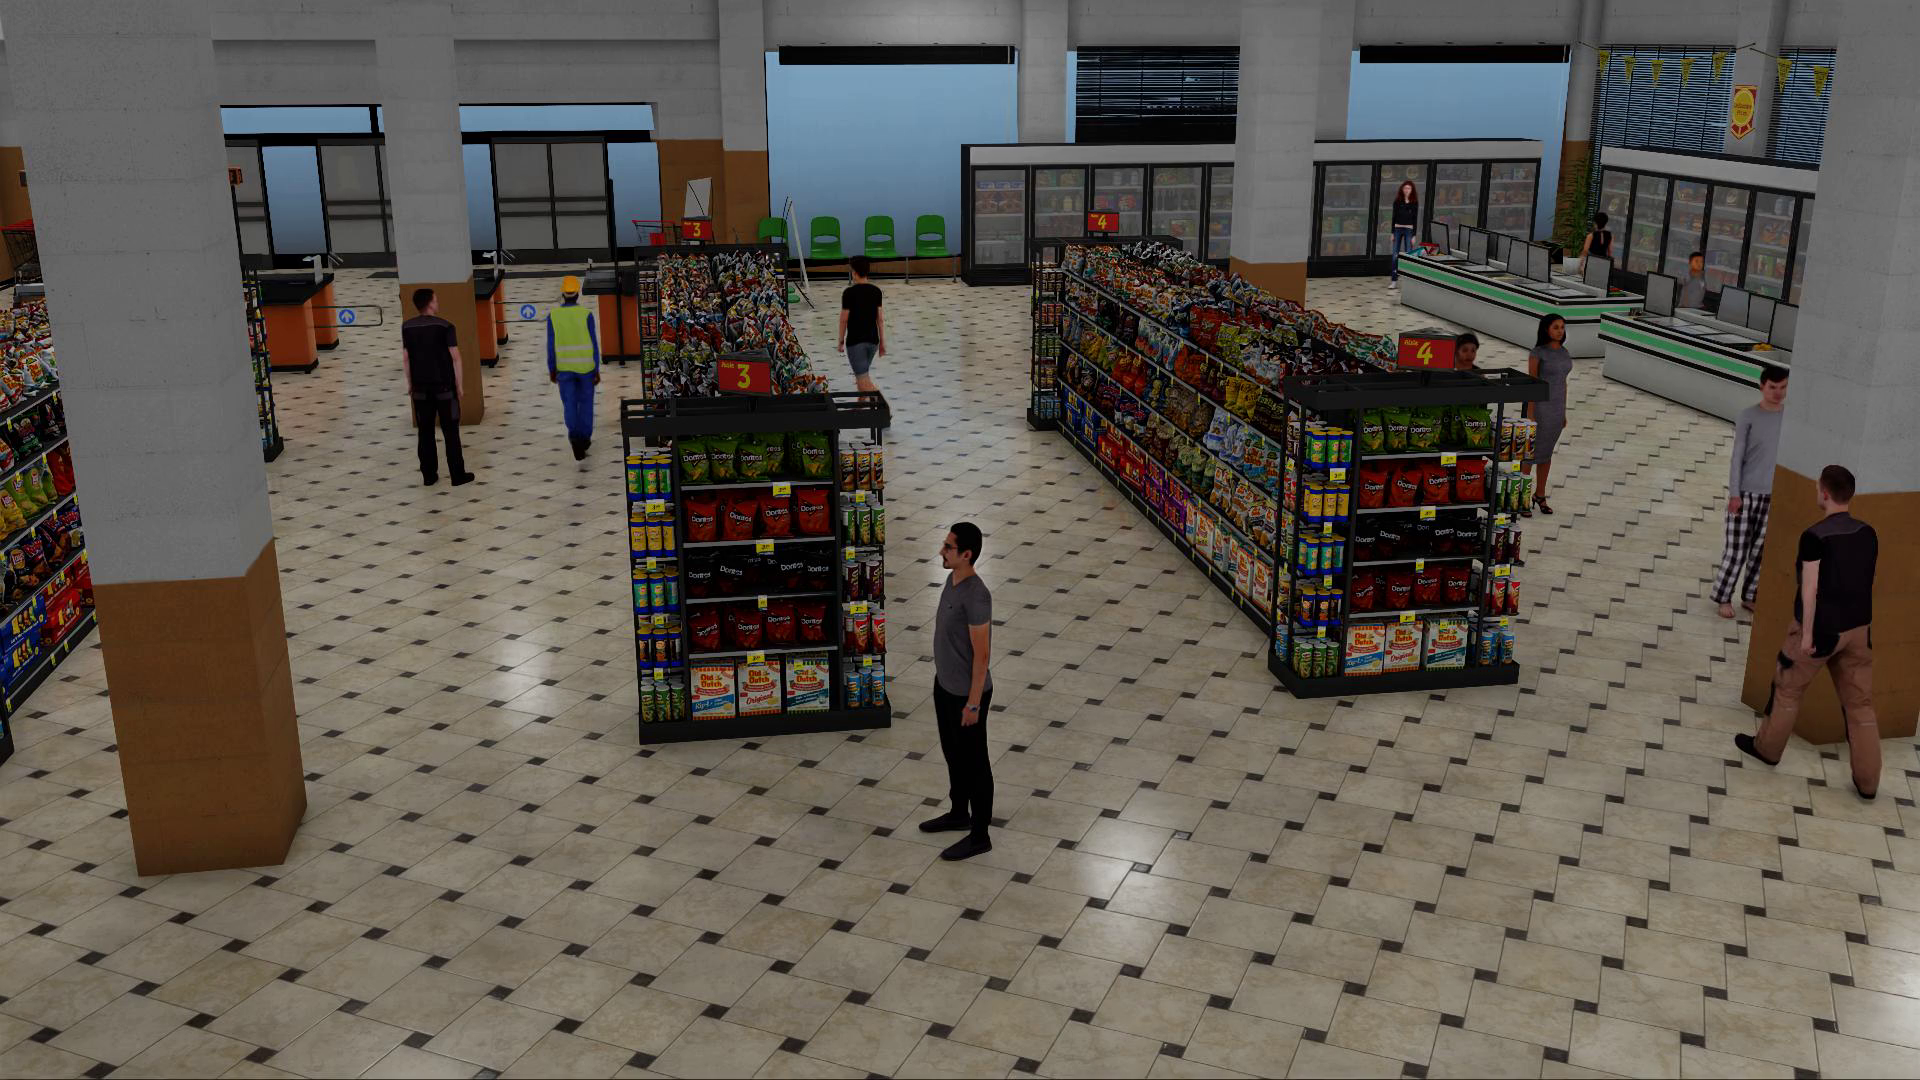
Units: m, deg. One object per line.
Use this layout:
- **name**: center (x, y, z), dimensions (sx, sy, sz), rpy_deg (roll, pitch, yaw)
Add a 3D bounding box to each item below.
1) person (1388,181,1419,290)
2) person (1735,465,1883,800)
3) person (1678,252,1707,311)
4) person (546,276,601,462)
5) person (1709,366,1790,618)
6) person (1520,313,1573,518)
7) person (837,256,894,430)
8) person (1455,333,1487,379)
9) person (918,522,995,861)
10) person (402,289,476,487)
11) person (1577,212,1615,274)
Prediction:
- **person**: center (7.337, -5.043, 27.525), dimensions (0.664, 1.792, 0.698), rpy_deg (7, 18, 21)
- **person**: center (4.864, 0.534, 9.167), dimensions (0.752, 1.786, 1.068), rpy_deg (-4, 17, -13)
- **person**: center (9.517, -3.104, 21.739), dimensions (0.602, 1.443, 0.682), rpy_deg (-2, 17, -7)
- **person**: center (-3.813, -1.662, 16.417), dimensions (0.704, 1.775, 1.194), rpy_deg (-4, 17, -14)
- **person**: center (5.749, -0.357, 12.000), dimensions (0.678, 1.845, 0.639), rpy_deg (0, 17, -1)
- **person**: center (5.101, -1.092, 14.530), dimensions (0.629, 1.781, 0.590), rpy_deg (-7, 18, -22)
- **person**: center (-0.979, -2.062, 17.662), dimensions (1.046, 1.817, 1.272), rpy_deg (-15, 22, -40)
- **person**: center (4.244, -0.930, 14.244), dimensions (0.746, 1.638, 1.226), rpy_deg (1, 17, 2)
- **person**: center (0.020, 0.746, 8.520), dimensions (0.707, 1.755, 0.539), rpy_deg (-6, 18, -19)
- **person**: center (-4.902, -1.425, 15.519), dimensions (0.775, 1.844, 0.706), rpy_deg (2, 17, 8)
- **person**: center (9.353, -3.967, 24.354), dimensions (0.594, 1.574, 0.862), rpy_deg (-3, 17, -9)
